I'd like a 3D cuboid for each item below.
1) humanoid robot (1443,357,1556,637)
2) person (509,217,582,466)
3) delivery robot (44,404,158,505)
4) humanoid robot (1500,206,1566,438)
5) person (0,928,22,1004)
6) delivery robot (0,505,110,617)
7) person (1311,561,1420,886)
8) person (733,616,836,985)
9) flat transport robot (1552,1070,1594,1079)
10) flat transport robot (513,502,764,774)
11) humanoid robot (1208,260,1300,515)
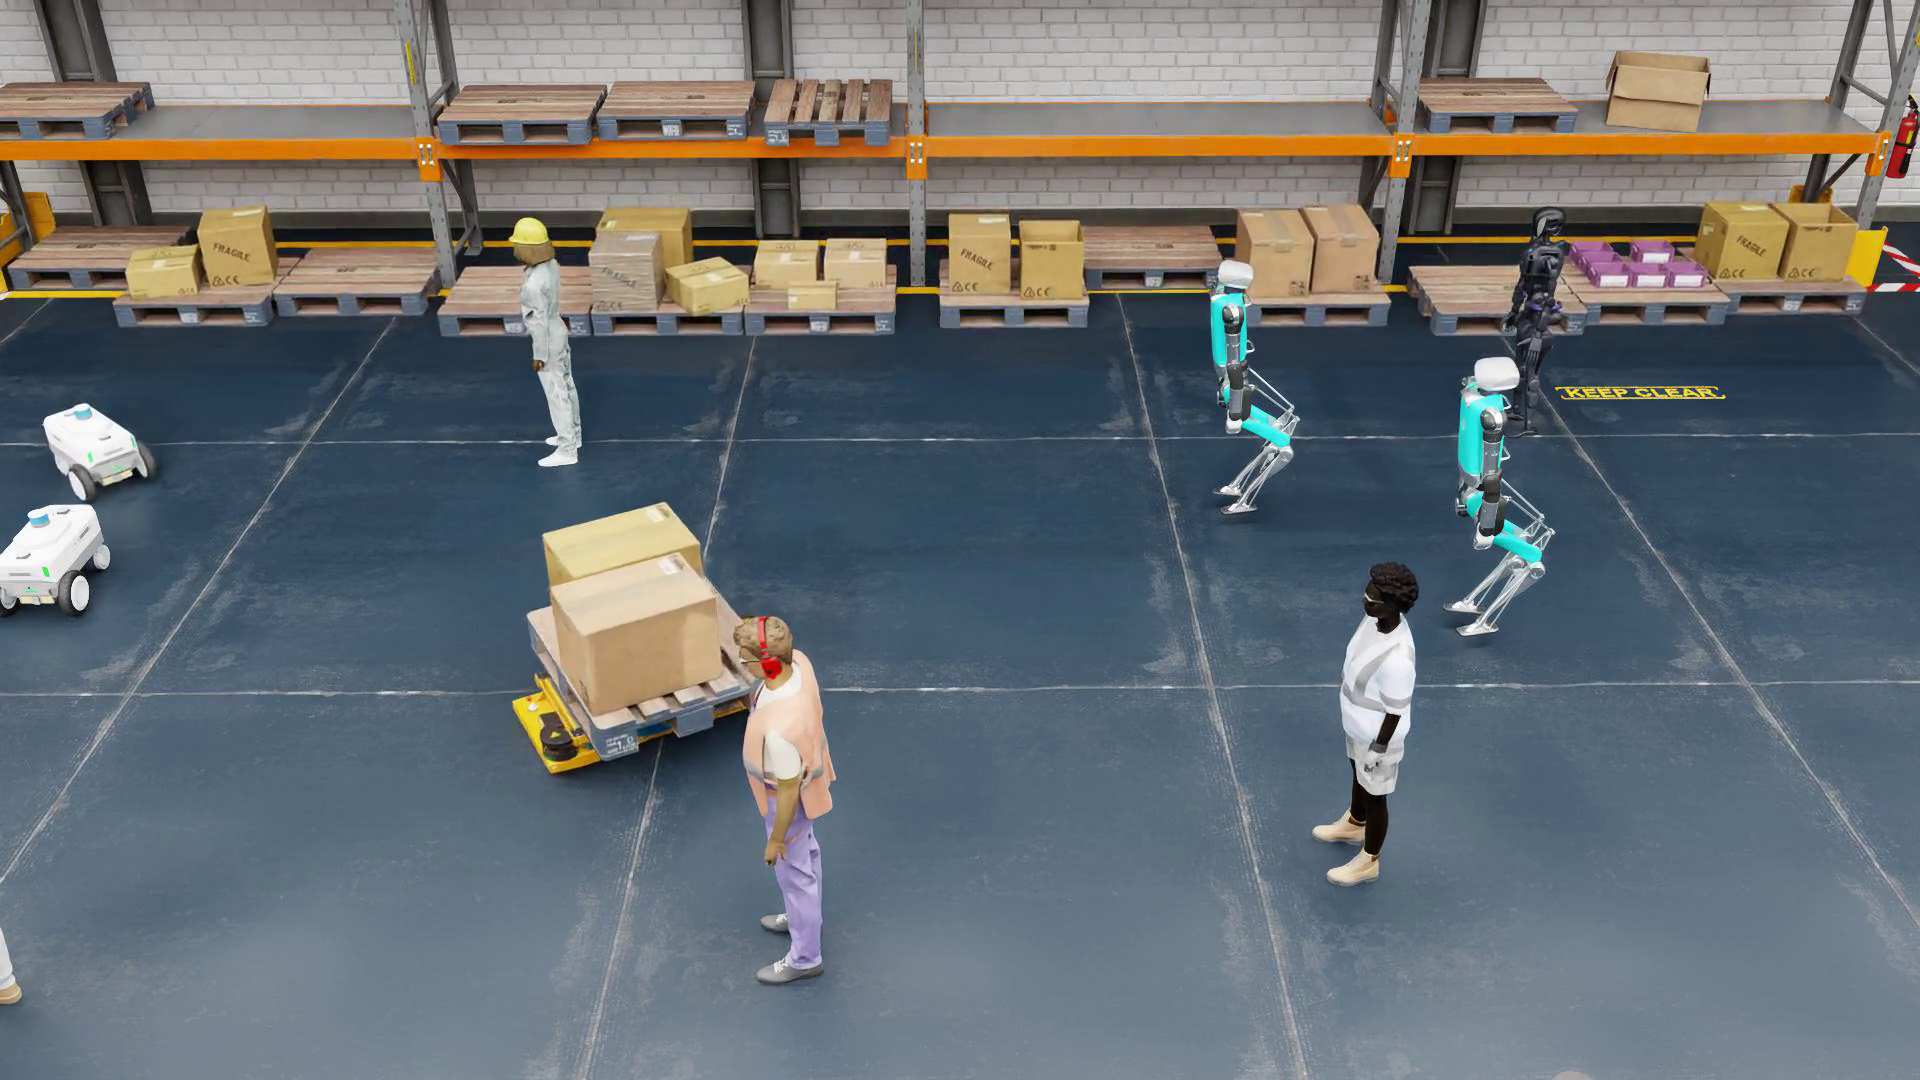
[{"bbox_3d":[3.056,-0.225,9.235,0.735,1.672,0.533,0,31,-1],"label":"humanoid robot"},{"bbox_3d":[-2.789,-1.331,11.196,0.295,1.743,0.483,0,31,0],"label":"person"},{"bbox_3d":[-5.819,-0.637,11.165,0.745,0.565,0.499,25,39,35],"label":"delivery robot"},{"bbox_3d":[3.978,-1.517,11.555,0.315,1.657,0.599,0,31,-1],"label":"humanoid robot"},{"bbox_3d":[-4.239,1.312,6.705,0.429,1.839,0.622,0,31,0],"label":"person"},{"bbox_3d":[-5.450,0.084,9.965,0.499,0.566,0.739,0,31,-1],"label":"delivery robot"},{"bbox_3d":[1.884,0.838,7.629,0.319,1.696,0.531,0,31,0],"label":"person"},{"bbox_3d":[-0.724,1.102,7.054,0.391,1.838,0.563,0,31,0],"label":"person"},{"bbox_3d":[2.678,2.582,6.113,0.659,0.231,1.431,0,31,-1],"label":"flat transport robot"},{"bbox_3d":[-1.642,0.818,9.049,1.431,0.231,0.659,-16,35,-25],"label":"flat transport robot"},{"bbox_3d":[1.879,-0.945,10.428,0.735,1.677,0.533,0,31,-1],"label":"humanoid robot"}]
